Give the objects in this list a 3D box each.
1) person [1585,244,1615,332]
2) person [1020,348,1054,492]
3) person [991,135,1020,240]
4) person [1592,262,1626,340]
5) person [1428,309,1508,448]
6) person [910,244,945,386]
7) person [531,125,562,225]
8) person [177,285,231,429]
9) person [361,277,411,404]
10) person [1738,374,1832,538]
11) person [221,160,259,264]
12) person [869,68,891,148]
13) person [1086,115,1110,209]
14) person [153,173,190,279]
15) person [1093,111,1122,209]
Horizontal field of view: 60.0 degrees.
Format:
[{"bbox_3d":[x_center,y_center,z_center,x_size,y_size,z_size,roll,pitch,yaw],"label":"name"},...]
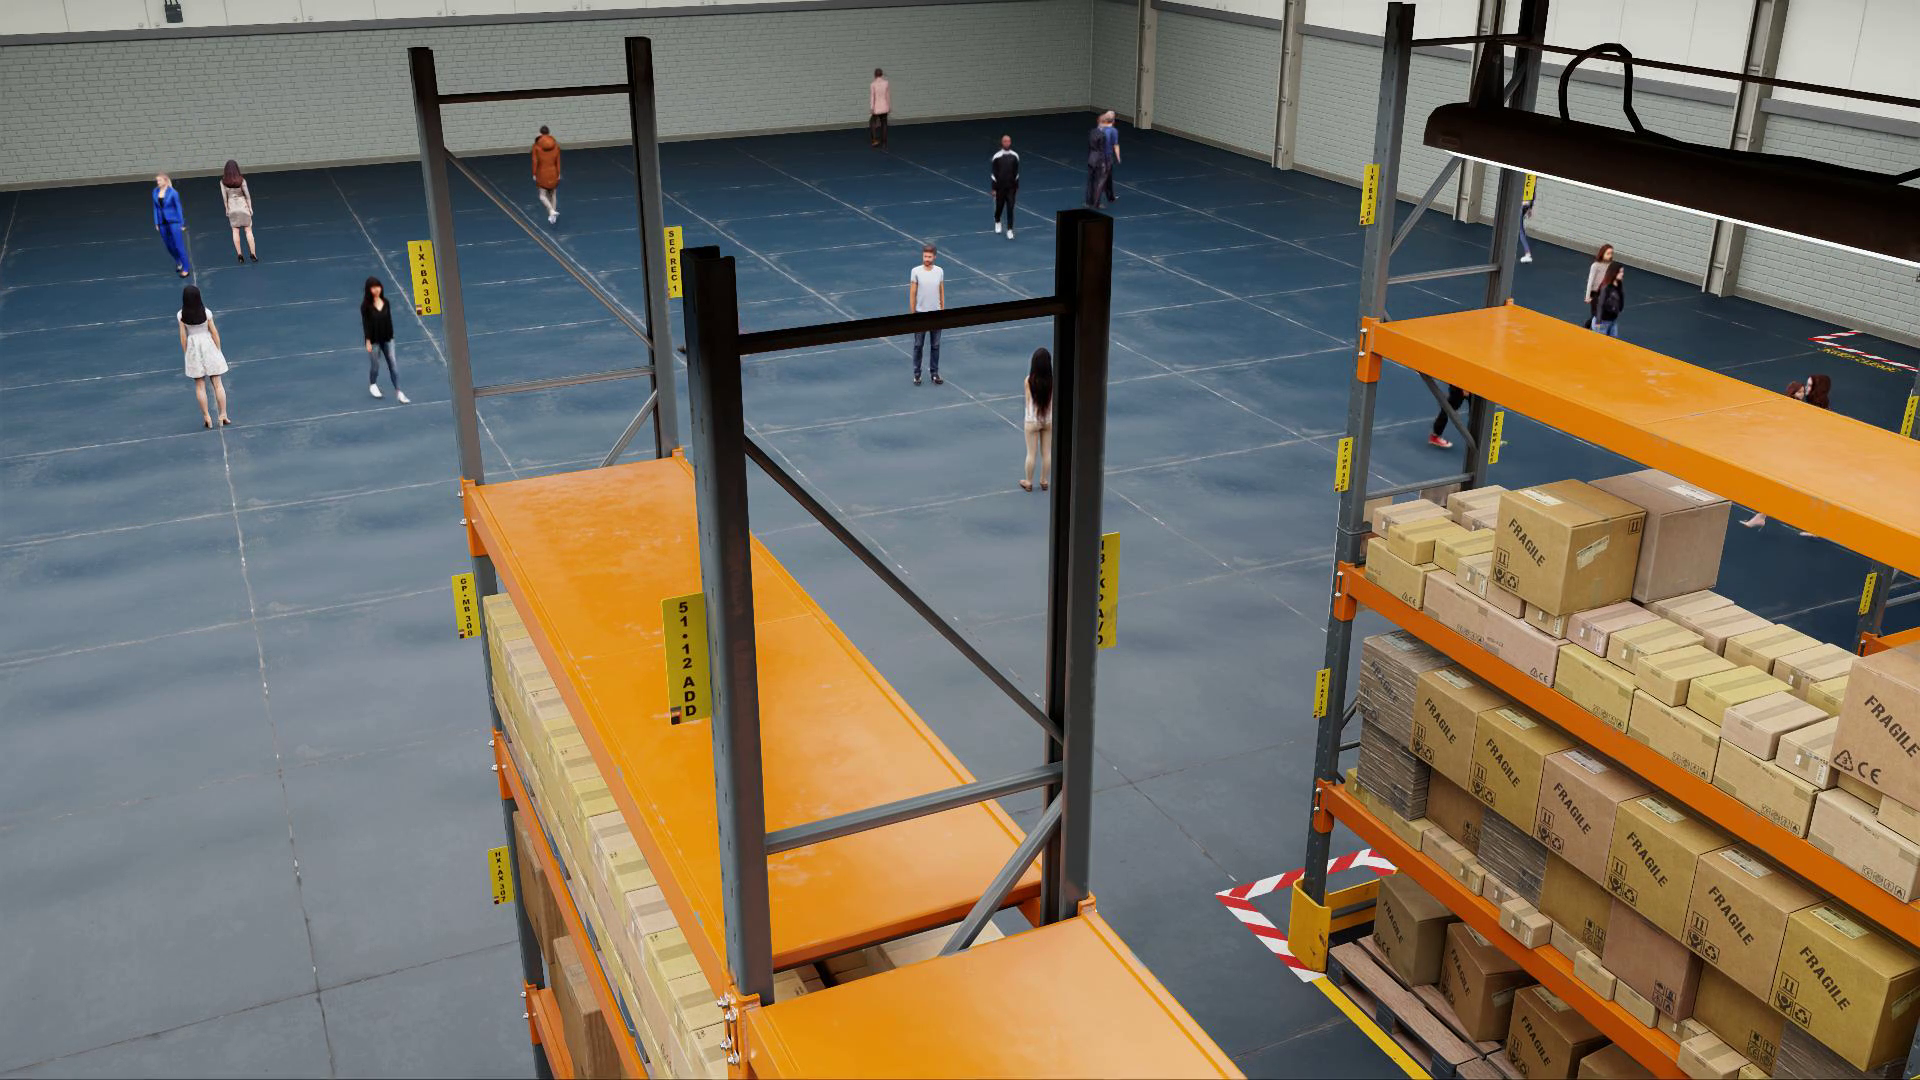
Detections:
[{"bbox_3d":[9.099,-3.505,23.762,0.564,1.477,0.572,-8,24,-18],"label":"person"},{"bbox_3d":[0.895,-1.318,18.395,0.656,1.653,0.583,-10,25,-23],"label":"person"},{"bbox_3d":[0.796,-6.446,30.253,0.904,1.809,1.233,-3,23,-7],"label":"person"},{"bbox_3d":[8.543,-2.911,22.193,0.807,1.612,1.029,-19,30,-37],"label":"person"},{"bbox_3d":[5.872,-1.866,19.603,1.233,1.715,1.002,17,28,34],"label":"person"},{"bbox_3d":[-0.433,-3.006,22.091,0.676,1.865,0.611,-5,24,-13],"label":"person"},{"bbox_3d":[-7.678,-6.774,31.012,0.811,1.819,0.991,-15,28,-32],"label":"person"},{"bbox_3d":[-9.308,-2.256,20.446,0.671,1.773,0.659,-7,24,-17],"label":"person"},{"bbox_3d":[-7.516,-2.579,21.418,0.773,1.608,1.095,-19,30,-38],"label":"person"},{"bbox_3d":[8.788,-0.814,17.080,1.050,1.753,1.145,2,23,4],"label":"person"},{"bbox_3d":[-12.289,-5.600,28.344,0.634,1.747,0.585,-4,23,-10],"label":"person"},{"bbox_3d":[-1.832,-10.057,38.766,0.688,1.792,0.615,-10,25,-23],"label":"person"},{"bbox_3d":[2.661,-7.407,32.540,0.794,1.788,0.584,-14,27,-30],"label":"person"},{"bbox_3d":[-13.058,-5.245,27.570,0.851,1.699,0.943,2,23,4],"label":"person"},{"bbox_3d":[2.798,-7.384,32.438,0.916,1.826,1.070,-19,29,-37],"label":"person"}]
